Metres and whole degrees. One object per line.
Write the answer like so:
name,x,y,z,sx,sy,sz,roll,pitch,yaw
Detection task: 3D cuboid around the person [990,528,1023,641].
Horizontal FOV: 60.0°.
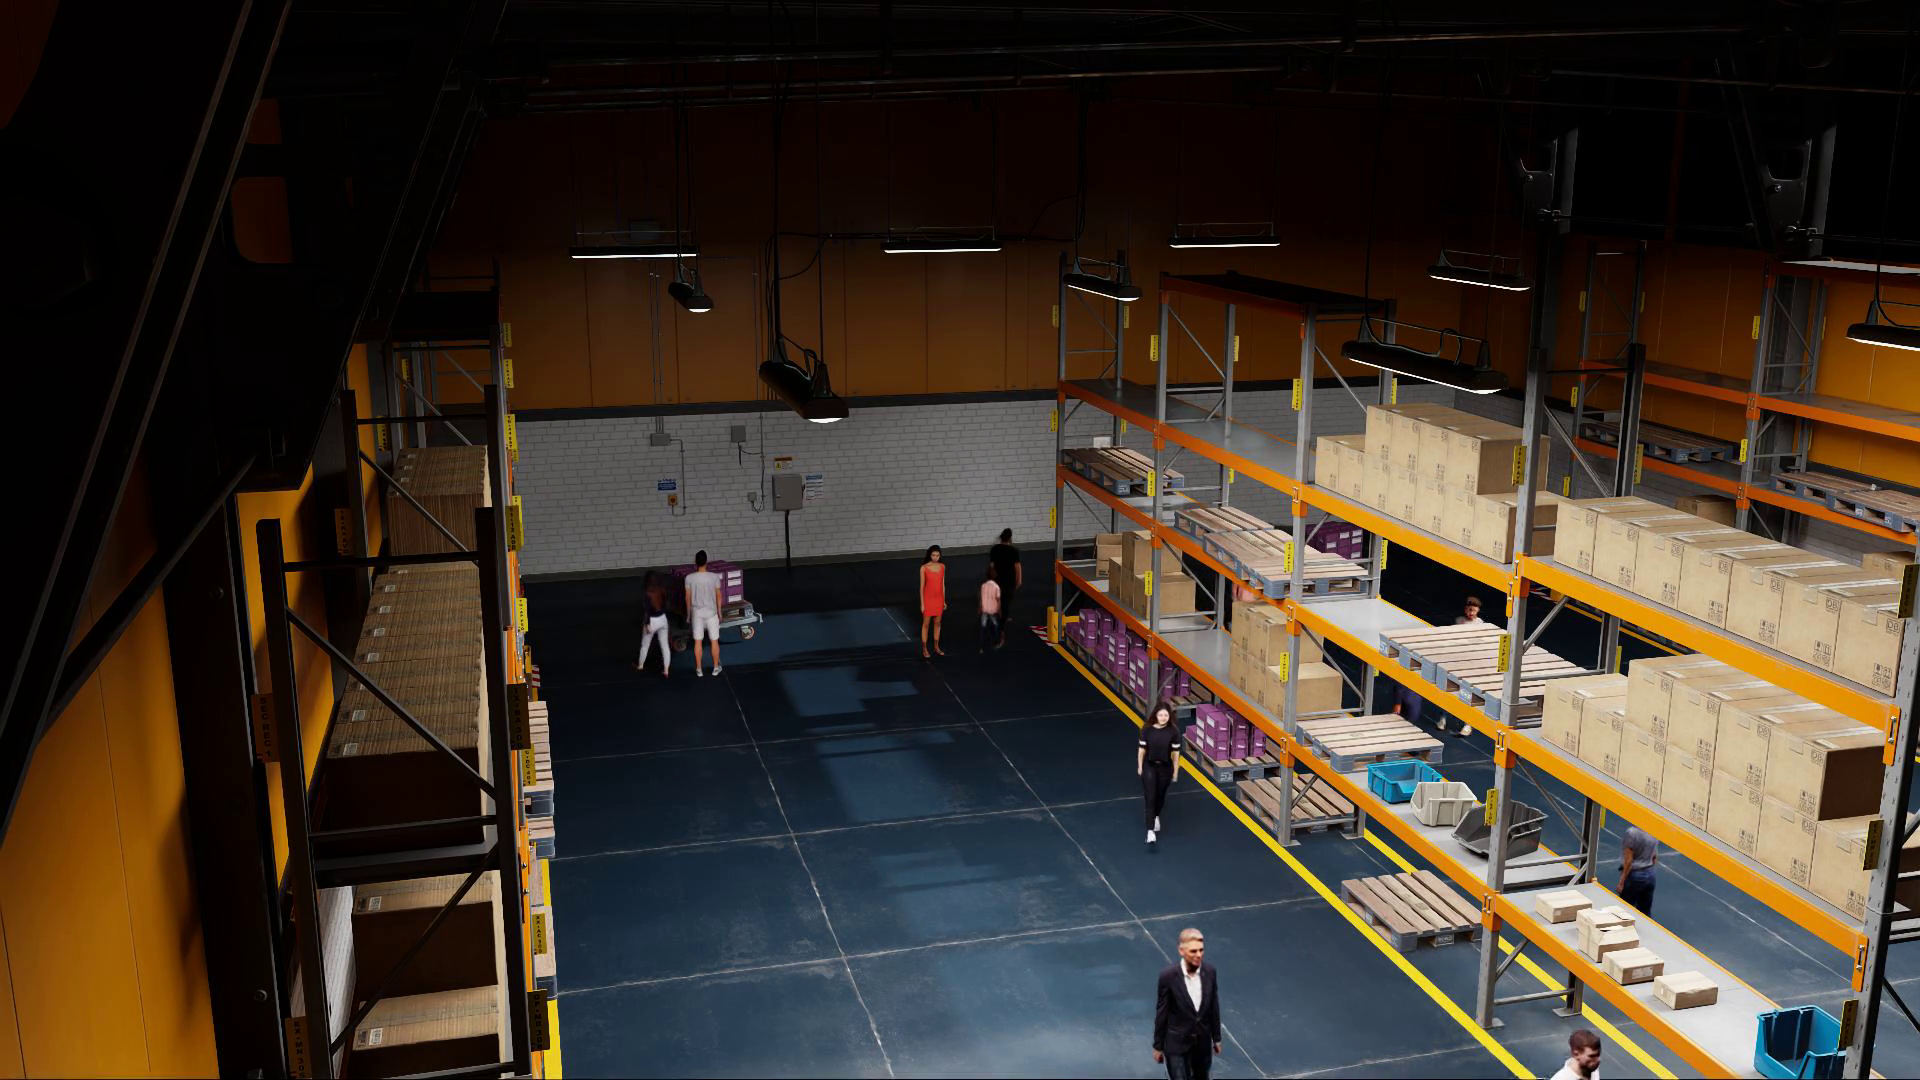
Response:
person,0.665,0.713,25.814,1.011,1.721,1.120,5,15,21

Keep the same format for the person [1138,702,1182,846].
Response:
person,2.212,2.543,18.530,0.838,1.593,1.146,1,14,5

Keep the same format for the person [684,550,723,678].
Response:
person,-3.710,1.060,24.098,0.713,1.855,0.623,-2,14,-6

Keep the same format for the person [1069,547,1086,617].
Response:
person,1.837,0.713,26.829,0.666,1.245,0.603,-1,14,-3

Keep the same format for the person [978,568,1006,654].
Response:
person,0.437,1.086,25.206,0.827,1.282,0.901,5,15,21

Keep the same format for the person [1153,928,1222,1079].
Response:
person,1.746,3.815,12.838,0.700,1.799,0.979,-3,14,-13

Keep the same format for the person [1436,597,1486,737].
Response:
person,6.593,1.620,21.715,0.946,1.888,0.804,-9,16,-33

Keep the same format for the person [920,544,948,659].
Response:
person,-0.415,0.904,25.024,0.635,1.722,0.601,-7,15,-27

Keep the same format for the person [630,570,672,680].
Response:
person,-4.340,1.237,23.956,0.898,1.577,1.056,-13,19,-43

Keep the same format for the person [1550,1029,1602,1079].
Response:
person,4.074,4.155,11.376,0.817,1.827,0.920,-9,16,-32

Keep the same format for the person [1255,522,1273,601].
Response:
person,4.810,0.660,25.855,0.985,1.807,1.275,-11,17,-37
